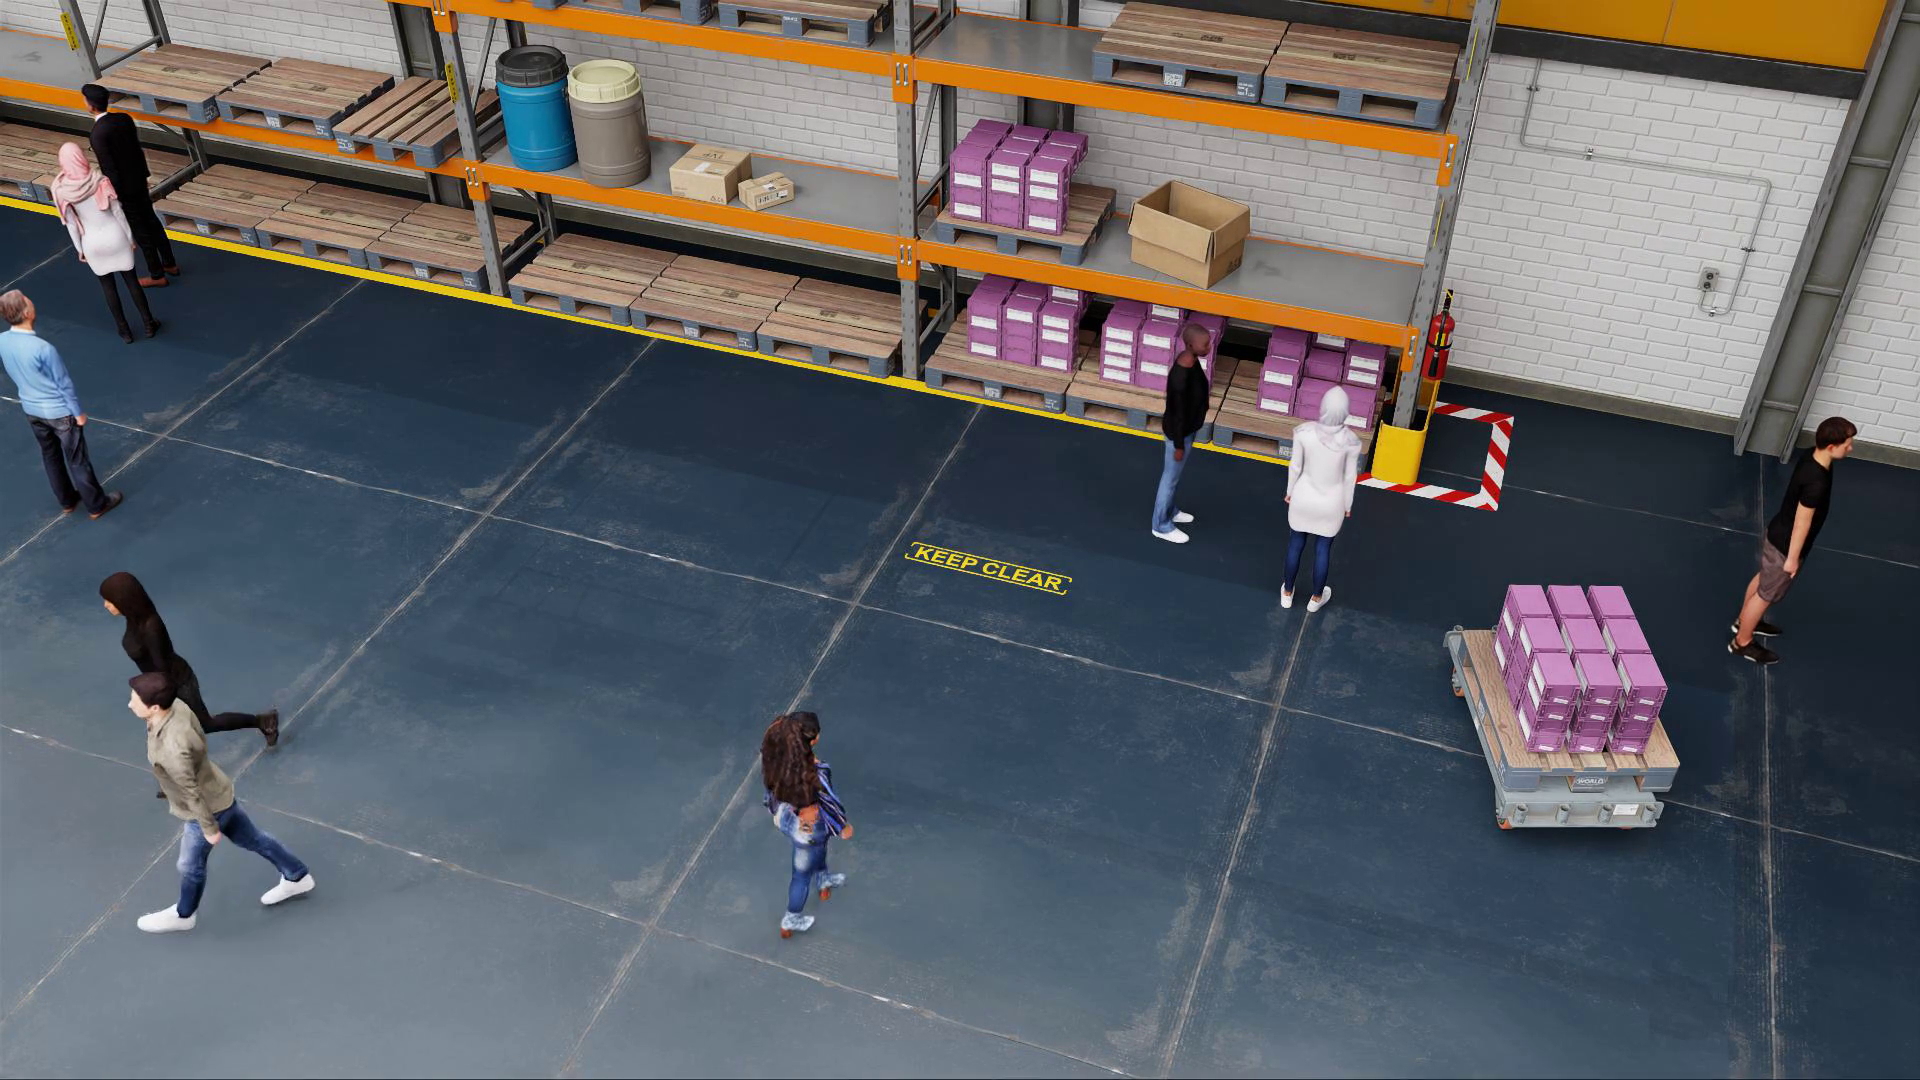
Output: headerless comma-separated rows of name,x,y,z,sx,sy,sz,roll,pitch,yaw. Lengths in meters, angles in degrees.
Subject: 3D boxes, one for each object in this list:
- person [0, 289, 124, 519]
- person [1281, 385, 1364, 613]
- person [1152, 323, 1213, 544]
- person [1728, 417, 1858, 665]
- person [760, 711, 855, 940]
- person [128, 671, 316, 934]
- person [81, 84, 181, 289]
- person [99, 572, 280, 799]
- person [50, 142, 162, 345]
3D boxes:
person,-6.584,-0.972,12.015,0.484,1.813,0.693,12,40,15
person,2.399,-0.260,11.154,0.458,1.775,0.669,14,41,17
person,1.567,-0.783,11.831,0.556,1.748,0.604,10,40,12
person,5.385,-0.028,10.796,0.581,1.859,0.671,16,41,19
person,-0.900,1.585,8.980,0.864,1.604,0.828,-28,46,-30
person,-4.012,1.408,9.031,1.275,1.817,1.167,-13,40,-15
person,-7.326,-3.120,14.650,0.626,1.881,0.745,5,39,6
person,-4.623,0.823,9.932,1.050,1.607,0.901,30,47,32
person,-7.155,-2.484,13.916,0.736,1.803,0.796,-16,41,-19
